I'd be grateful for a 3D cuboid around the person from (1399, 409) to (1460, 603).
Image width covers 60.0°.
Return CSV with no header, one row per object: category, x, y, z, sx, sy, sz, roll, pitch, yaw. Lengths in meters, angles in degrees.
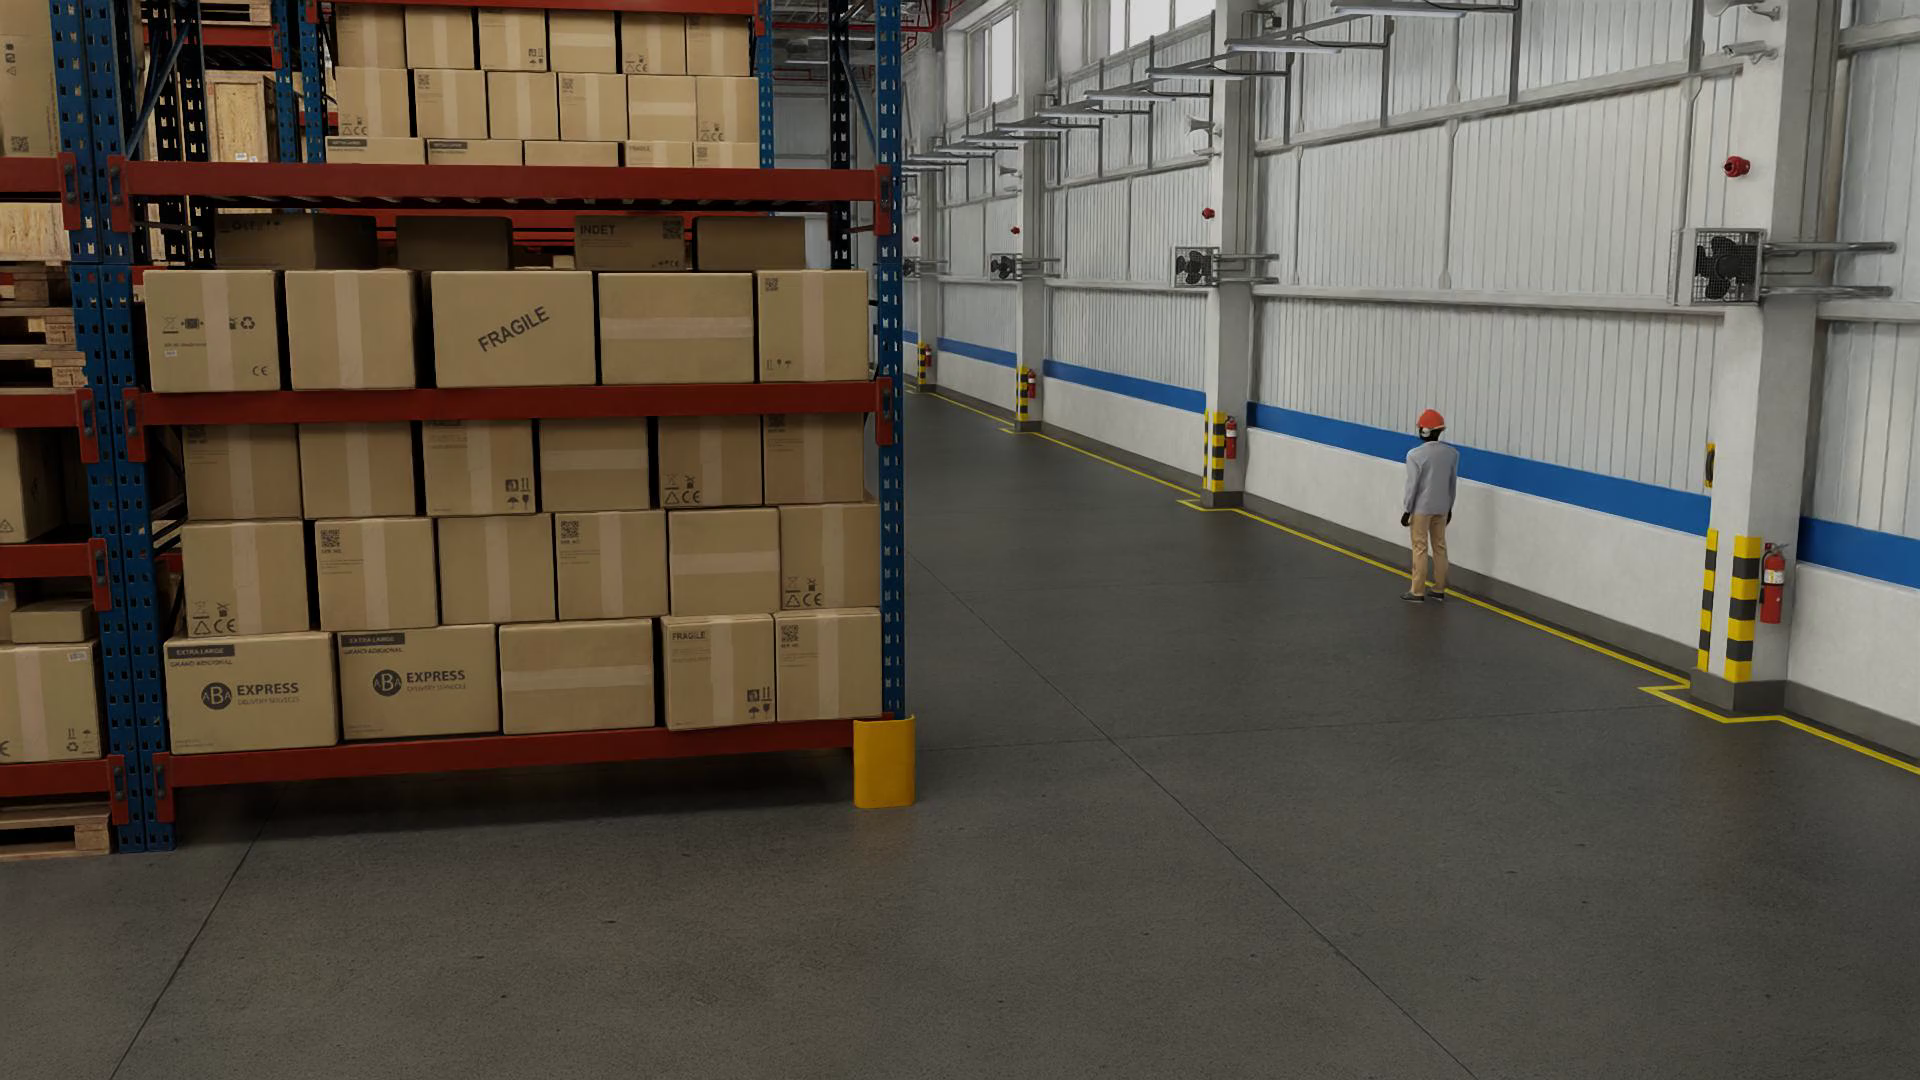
person,4.242,-0.306,15.109,0.575,1.748,0.344,-4,10,-24
